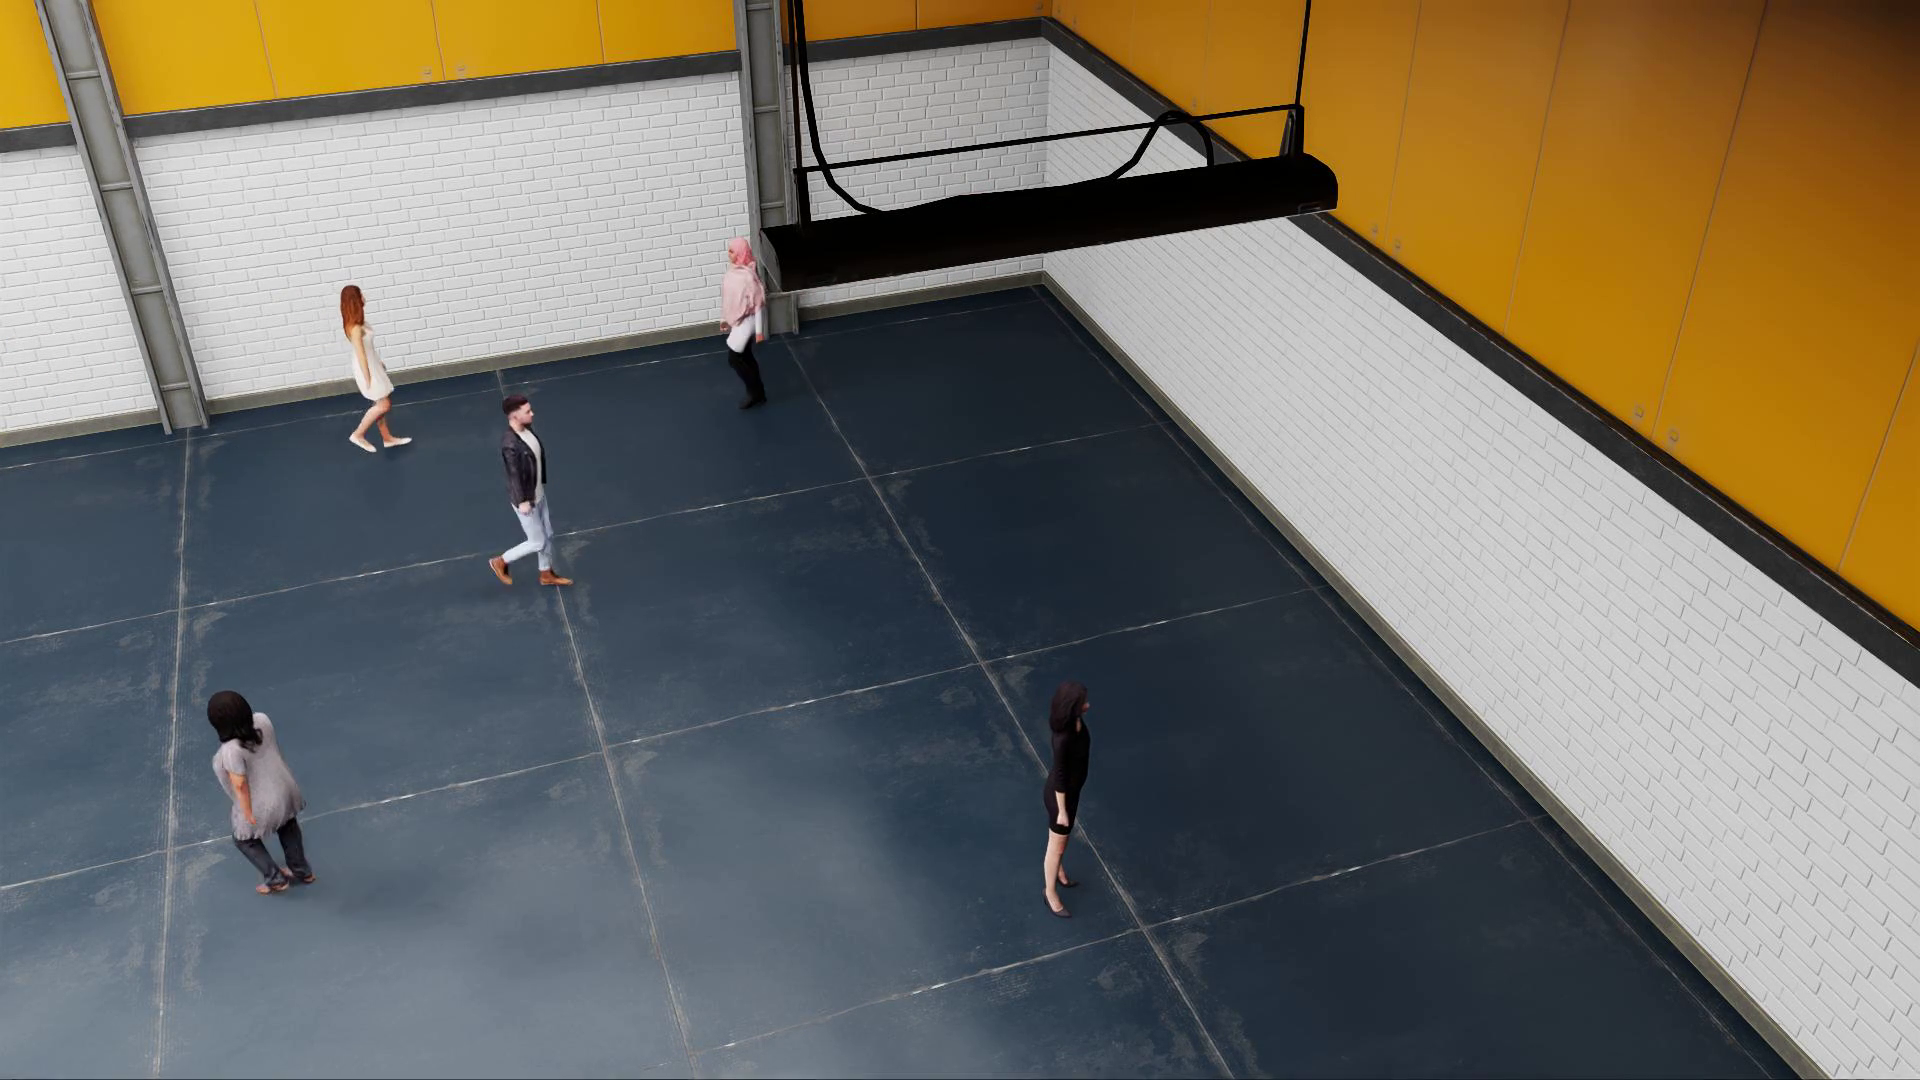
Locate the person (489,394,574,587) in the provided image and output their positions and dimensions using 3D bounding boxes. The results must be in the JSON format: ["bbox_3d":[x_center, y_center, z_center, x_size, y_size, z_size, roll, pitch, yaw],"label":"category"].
[{"bbox_3d":[-3.600,-0.351,13.557,0.983,1.819,0.847,1,34,1],"label":"person"}]

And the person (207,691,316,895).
[{"bbox_3d":[-4.456,1.646,10.758,0.828,1.593,0.774,10,35,15],"label":"person"}]

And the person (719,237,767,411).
[{"bbox_3d":[-2.028,-2.129,16.259,0.661,1.789,0.660,-16,37,-23],"label":"person"}]

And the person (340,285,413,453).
[{"bbox_3d":[-5.590,-1.571,15.499,0.751,1.702,0.569,-11,35,-16],"label":"person"}]

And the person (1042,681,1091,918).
[{"bbox_3d":[0.664,1.622,10.600,0.671,1.807,0.657,8,34,12],"label":"person"}]
